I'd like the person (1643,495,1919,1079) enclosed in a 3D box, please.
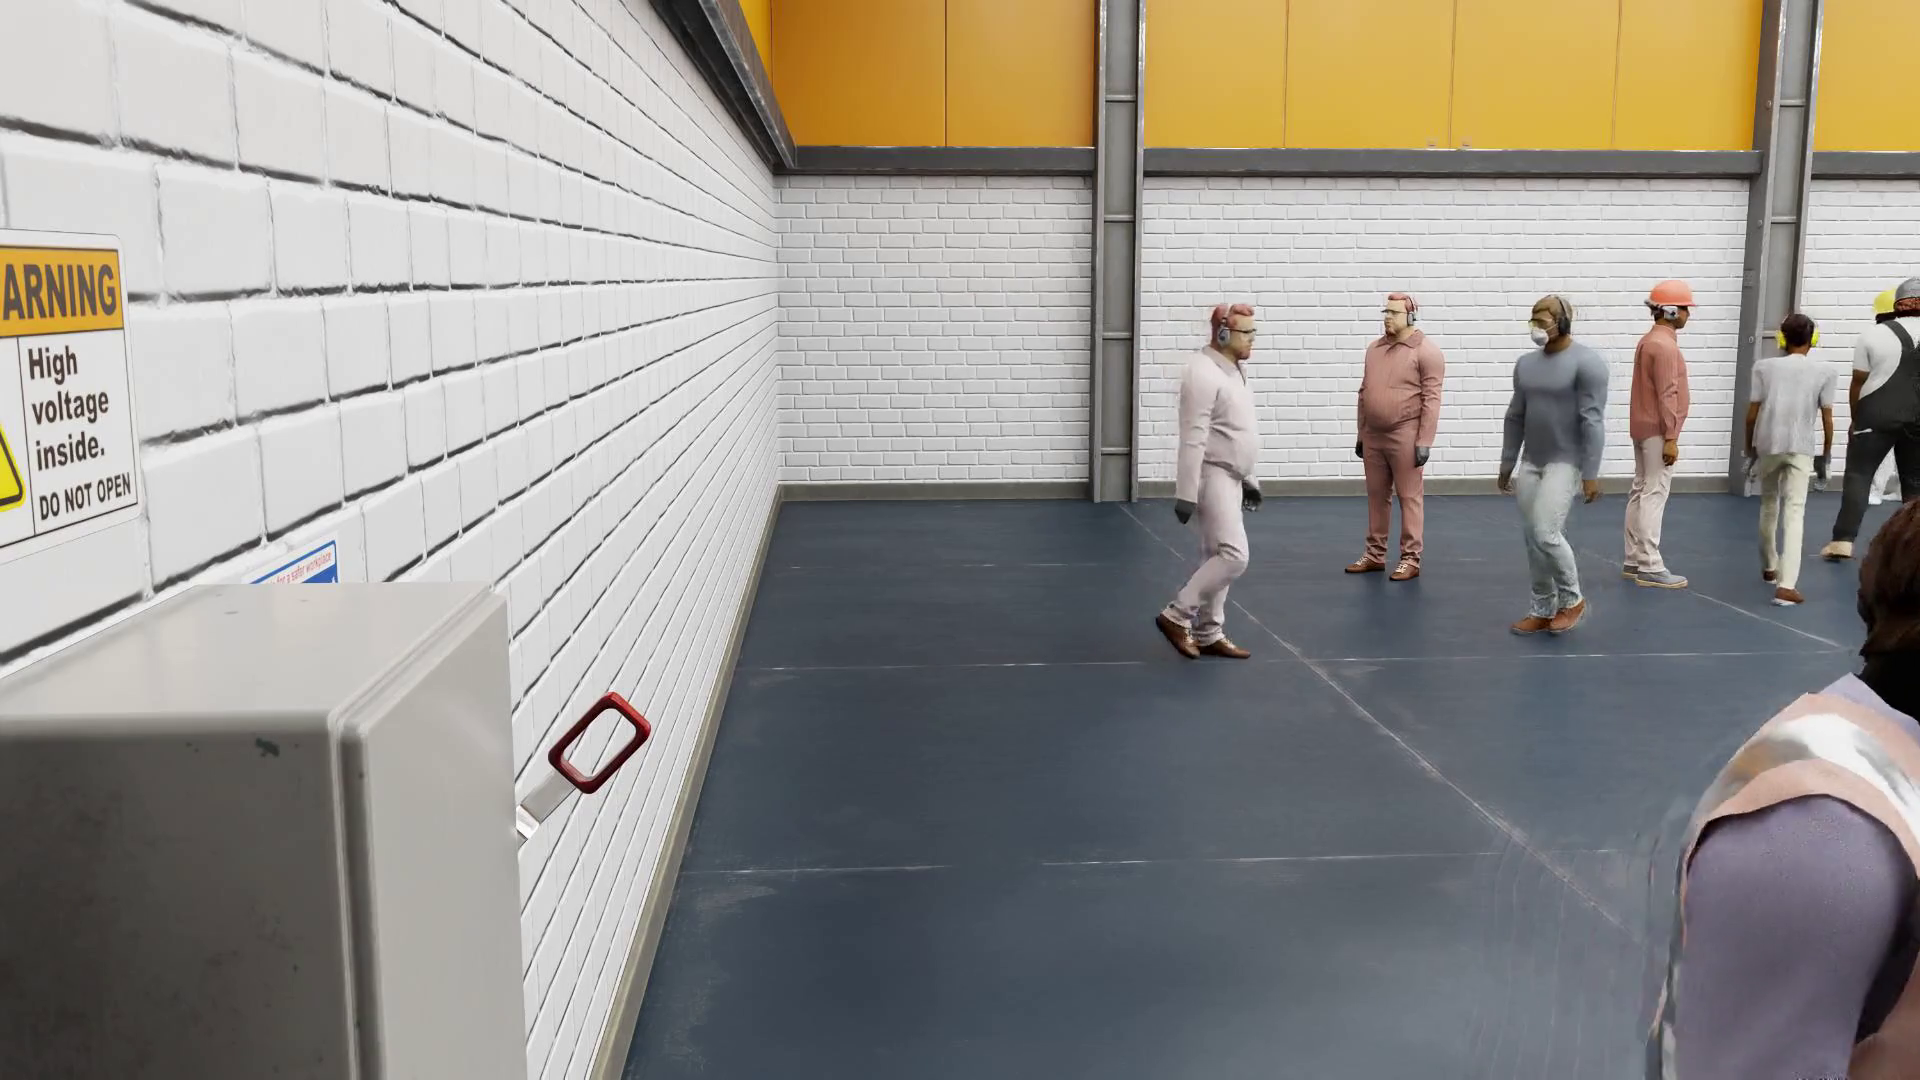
[{"bbox_3d":[0.937,0.854,1.782,0.741,1.815,0.431,-8,12,-42],"label":"person"}]

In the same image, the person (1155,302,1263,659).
[{"bbox_3d":[1.354,-0.288,8.646,0.424,1.888,0.668,4,10,21],"label":"person"}]

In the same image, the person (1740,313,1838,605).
[{"bbox_3d":[5.235,-0.526,10.527,0.530,1.764,1.092,5,11,31],"label":"person"}]

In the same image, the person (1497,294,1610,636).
[{"bbox_3d":[3.265,-0.397,9.234,0.442,1.916,0.650,-4,10,-22],"label":"person"}]

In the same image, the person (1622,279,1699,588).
[{"bbox_3d":[4.571,-0.696,10.869,0.378,1.996,0.611,1,9,7],"label":"person"}]

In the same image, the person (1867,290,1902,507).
[{"bbox_3d":[8.180,-1.240,14.644,0.637,1.887,0.658,1,9,9],"label":"person"}]

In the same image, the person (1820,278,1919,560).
[{"bbox_3d":[6.533,-0.842,11.645,0.873,2.000,0.641,3,9,16],"label":"person"}]

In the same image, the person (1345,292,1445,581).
[{"bbox_3d":[2.888,-0.690,11.100,0.409,1.913,0.642,-6,11,-35],"label":"person"}]
